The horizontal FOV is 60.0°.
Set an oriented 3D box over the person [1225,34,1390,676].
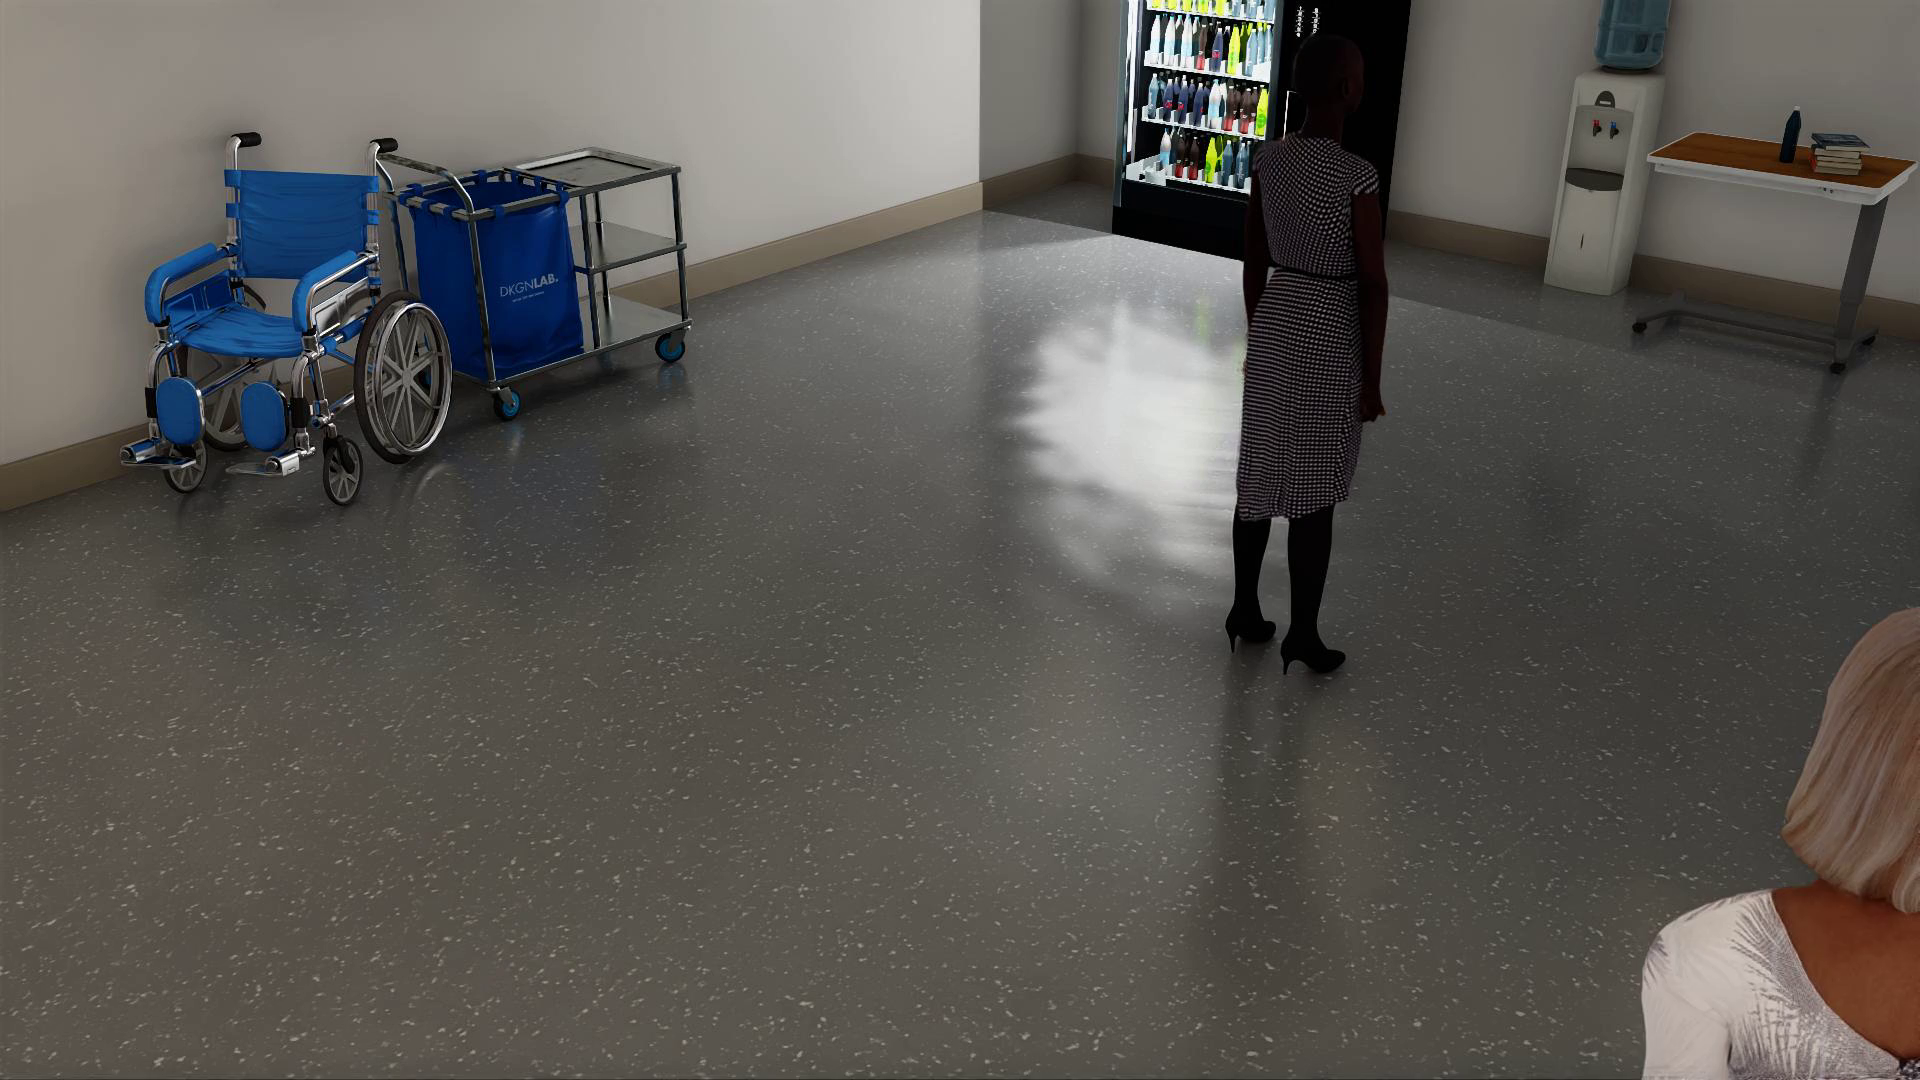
[{"bbox_3d":[0.942,-0.467,4.571,0.720,1.786,0.531,-19,32,-34],"label":"person"}]
